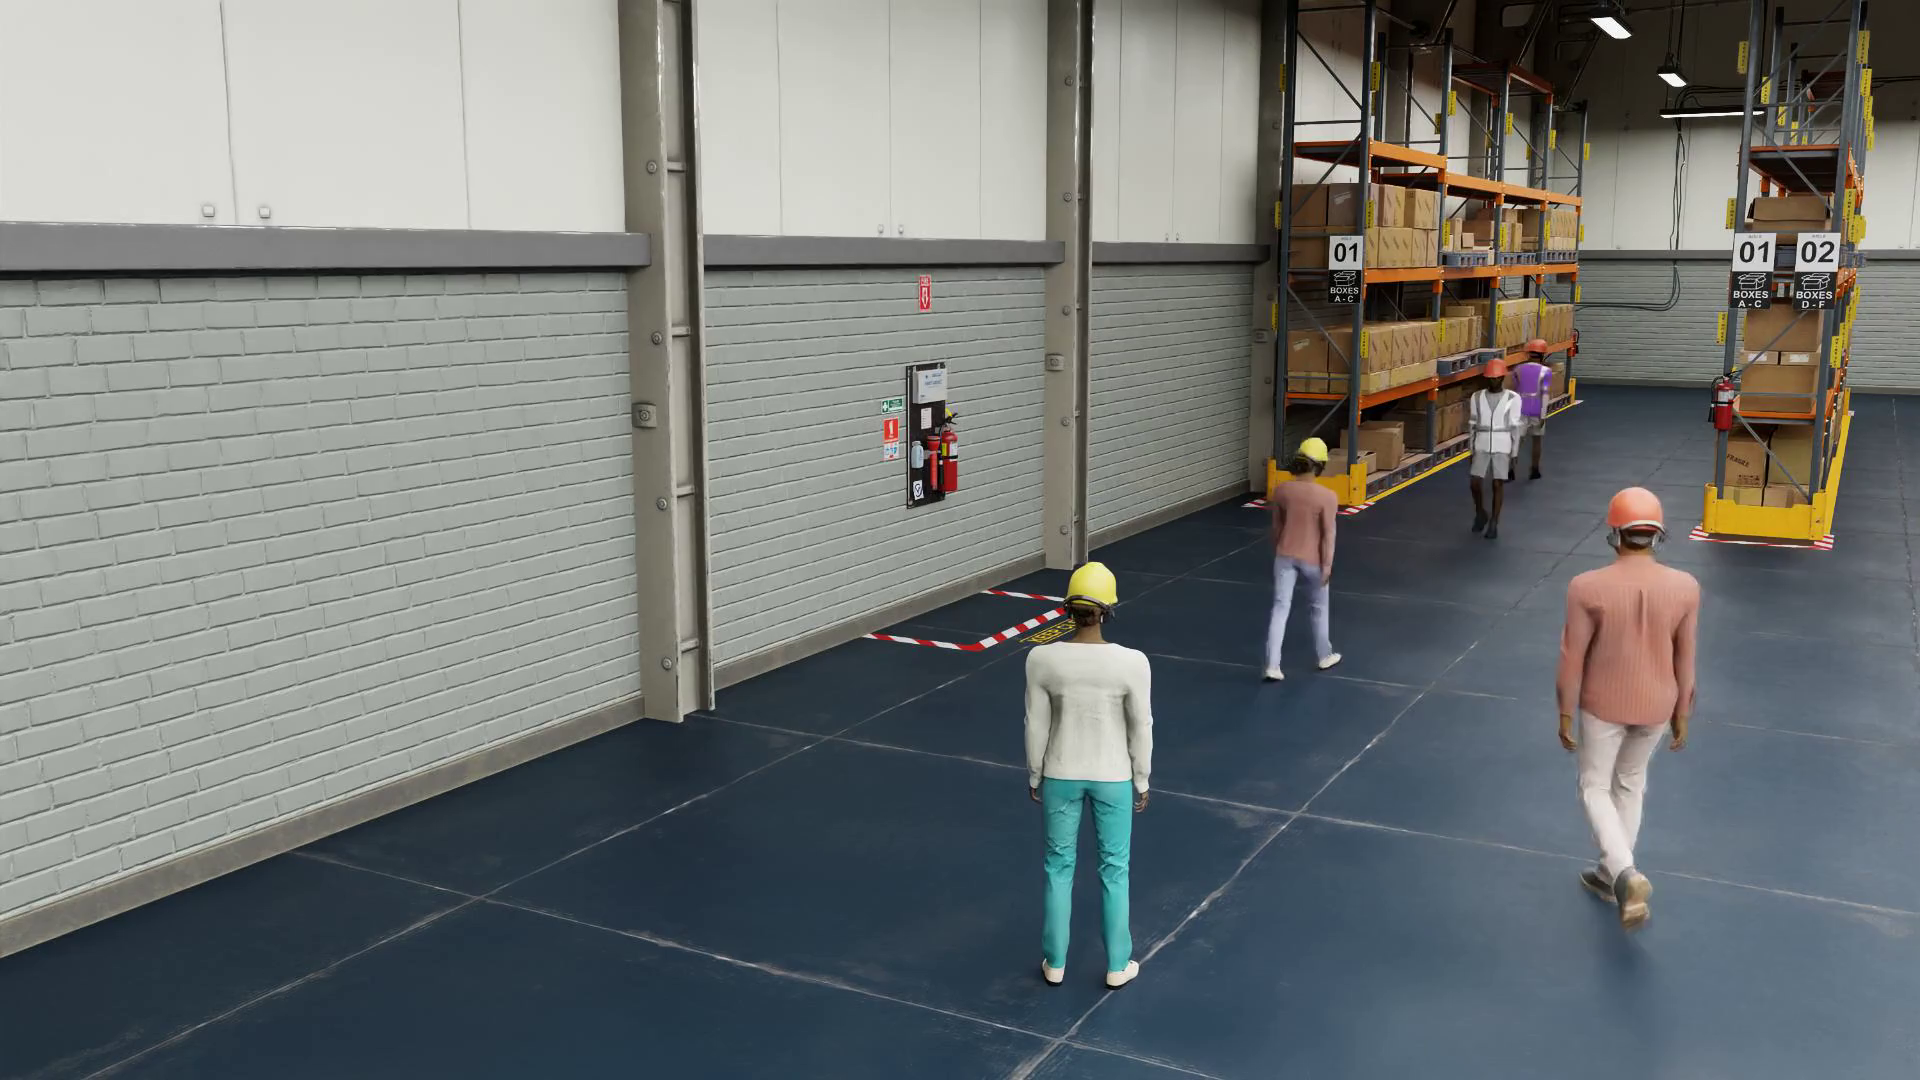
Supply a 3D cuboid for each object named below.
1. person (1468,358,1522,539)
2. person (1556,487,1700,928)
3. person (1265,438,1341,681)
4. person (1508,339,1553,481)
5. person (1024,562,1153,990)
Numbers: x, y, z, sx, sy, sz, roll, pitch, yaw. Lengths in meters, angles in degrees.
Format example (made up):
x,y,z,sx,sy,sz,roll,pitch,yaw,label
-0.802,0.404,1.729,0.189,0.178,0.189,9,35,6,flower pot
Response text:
x,y,z,sx,sy,sz,roll,pitch,yaw,label
5.651,-0.964,17.638,0.547,1.925,0.395,5,11,28,person
2.997,0.752,7.449,0.621,1.973,0.783,0,10,-1,person
2.432,0.133,11.799,0.535,1.720,0.900,7,12,35,person
7.563,-1.724,22.142,0.547,1.909,0.828,7,12,37,person
0.523,0.965,6.796,0.526,1.768,0.314,2,10,11,person
